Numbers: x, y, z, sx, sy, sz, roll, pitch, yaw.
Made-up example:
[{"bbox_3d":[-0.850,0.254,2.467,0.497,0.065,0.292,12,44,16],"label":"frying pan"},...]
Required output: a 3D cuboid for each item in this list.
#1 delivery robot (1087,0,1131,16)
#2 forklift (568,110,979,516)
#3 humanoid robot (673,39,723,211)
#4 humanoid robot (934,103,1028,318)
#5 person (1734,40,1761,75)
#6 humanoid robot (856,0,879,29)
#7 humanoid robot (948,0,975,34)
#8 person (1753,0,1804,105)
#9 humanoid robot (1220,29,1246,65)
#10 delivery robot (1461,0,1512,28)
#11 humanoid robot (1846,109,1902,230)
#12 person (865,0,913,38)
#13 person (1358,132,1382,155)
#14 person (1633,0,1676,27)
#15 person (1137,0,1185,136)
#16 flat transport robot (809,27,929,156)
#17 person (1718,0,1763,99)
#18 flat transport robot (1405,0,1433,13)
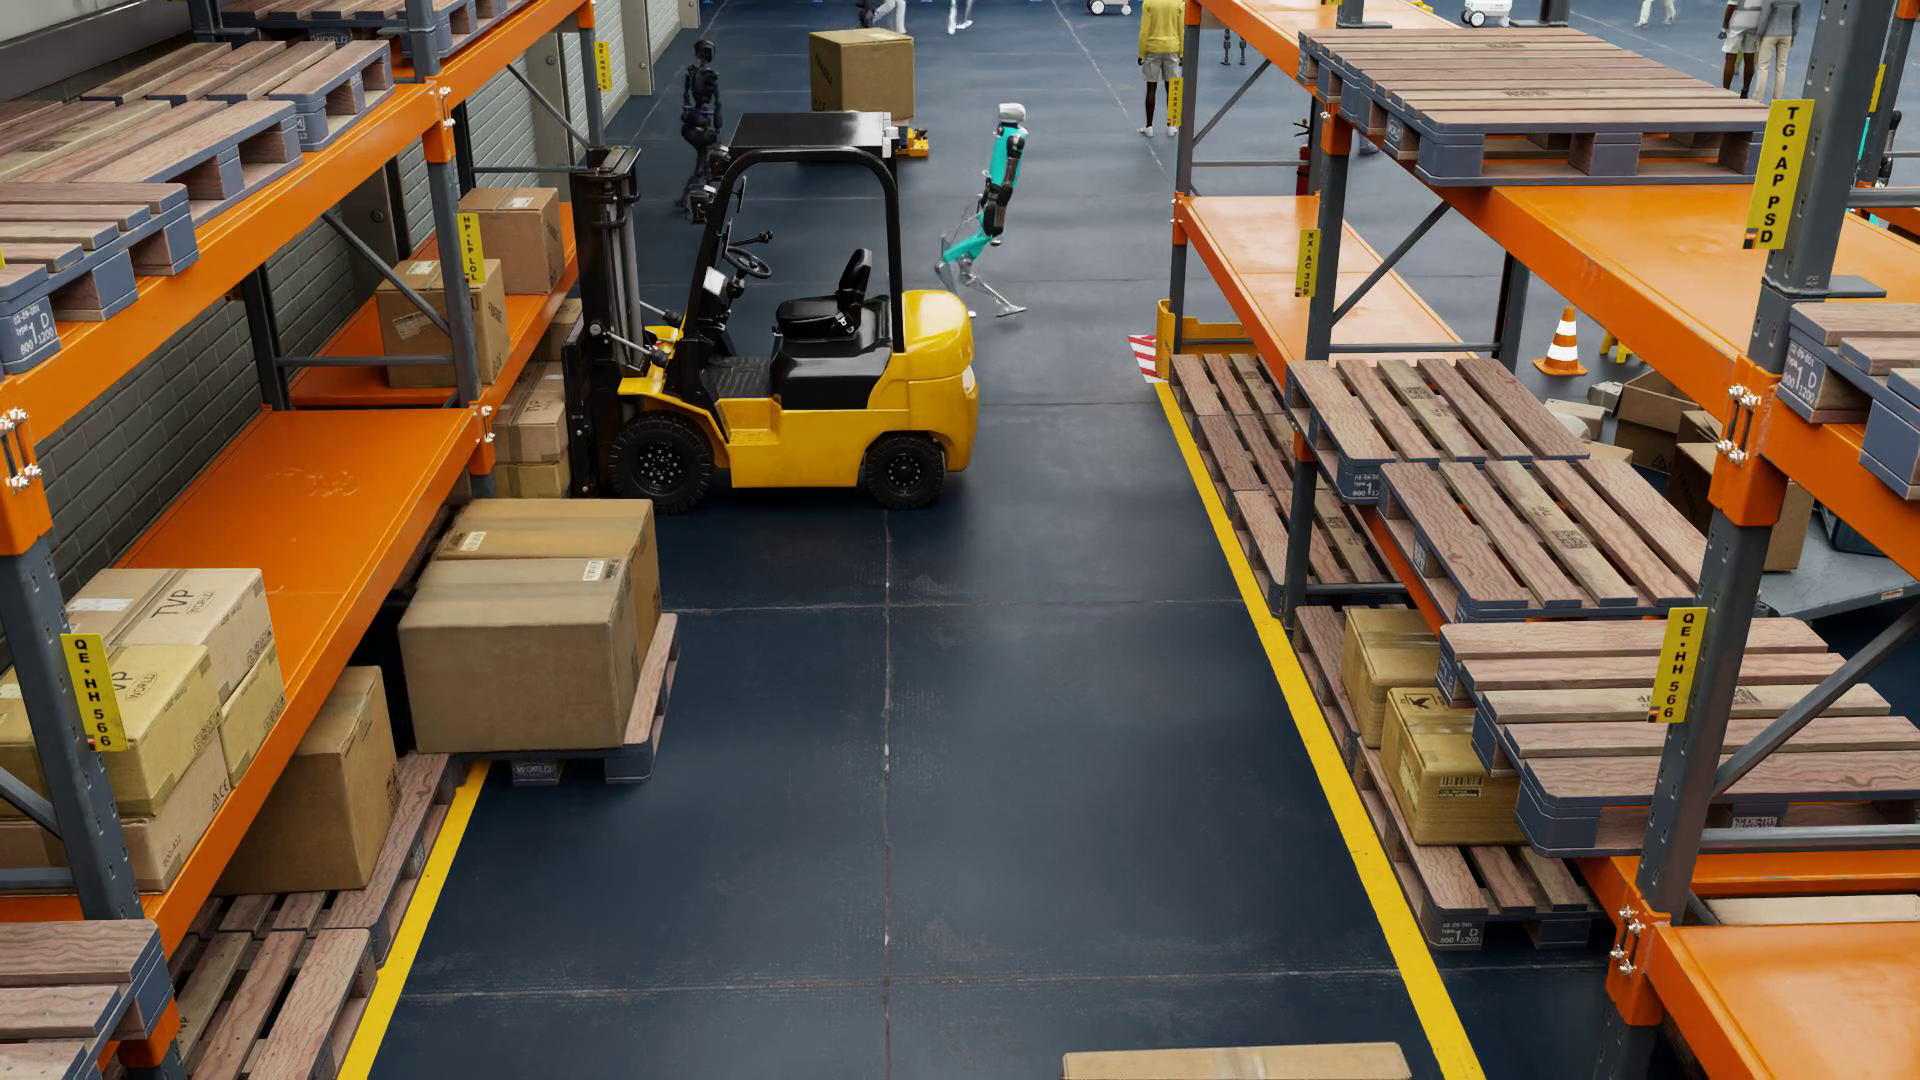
[{"bbox_3d":[2.601,-9.429,28.902,0.739,0.566,0.499,-1,25,-2],"label":"delivery robot"},{"bbox_3d":[-1.043,-1.379,9.976,2.313,2.155,1.214,-1,25,-2],"label":"forklift"},{"bbox_3d":[-2.607,-4.069,16.326,0.589,1.624,0.720,23,34,39],"label":"humanoid robot"},{"bbox_3d":[0.111,-2.466,12.791,0.926,1.729,0.547,-4,26,-7],"label":"humanoid robot"},{"bbox_3d":[11.065,-7.389,23.255,0.459,1.716,0.367,-1,25,-2],"label":"person"},{"bbox_3d":[-1.335,-7.600,23.746,0.330,1.648,0.612,1,25,2],"label":"humanoid robot"},{"bbox_3d":[-0.005,-9.042,26.796,0.530,1.744,1.025,9,27,18],"label":"humanoid robot"},{"bbox_3d":[10.312,-6.368,21.036,0.532,1.766,0.324,-1,25,-2],"label":"person"},{"bbox_3d":[3.971,-7.726,23.998,0.599,1.657,0.315,-1,25,-2],"label":"humanoid robot"},{"bbox_3d":[8.771,-8.827,27.628,0.739,0.566,0.499,-1,25,-2],"label":"delivery robot"},{"bbox_3d":[7.147,-2.689,13.122,0.533,1.677,0.735,-1,25,-2],"label":"humanoid robot"},{"bbox_3d":[-1.142,-8.790,26.069,0.733,1.847,0.617,8,26,16],"label":"person"},{"bbox_3d":[4.408,-5.174,18.471,0.870,1.798,0.561,-9,27,-18],"label":"person"},{"bbox_3d":[11.588,-9.346,27.398,0.795,1.720,0.558,-13,28,-26],"label":"person"},{"bbox_3d":[2.358,-5.691,19.447,0.556,1.897,0.356,-1,25,-2],"label":"person"},{"bbox_3d":[-1.077,-4.494,18.819,1.431,0.231,0.659,-1,25,-2],"label":"flat transport robot"},{"bbox_3d":[10.019,-6.577,21.247,0.611,1.962,0.362,-1,25,-2],"label":"person"},{"bbox_3d":[7.481,-9.351,29.107,1.431,0.231,0.659,-1,25,-2],"label":"flat transport robot"}]
